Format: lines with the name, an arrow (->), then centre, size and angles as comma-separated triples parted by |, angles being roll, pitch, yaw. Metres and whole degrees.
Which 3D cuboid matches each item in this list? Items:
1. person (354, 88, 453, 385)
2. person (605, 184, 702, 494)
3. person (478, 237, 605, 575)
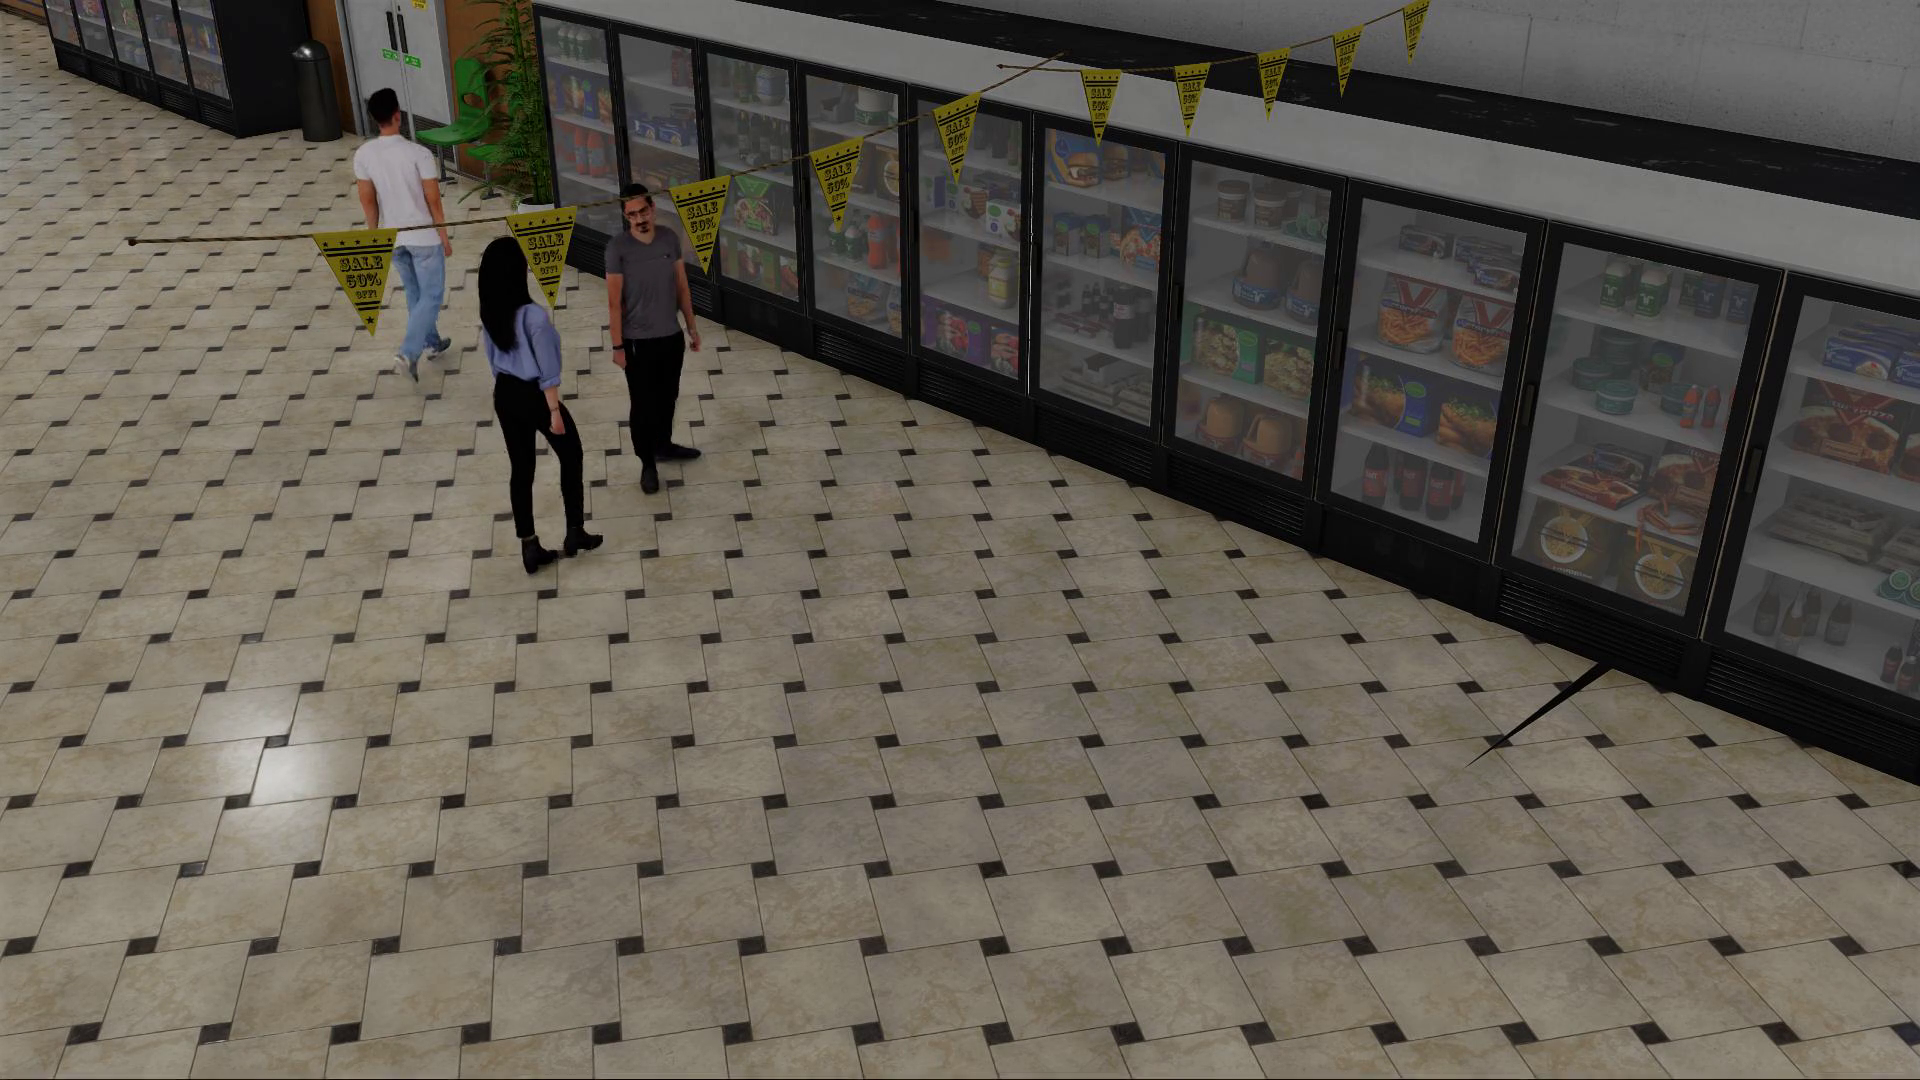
person -> -3.564, -1.915, 10.683 | 1.076, 1.835, 1.238 | 5, 27, 10
person -> -1.723, -1.156, 9.297 | 0.787, 1.734, 0.566 | 19, 33, 33
person -> -2.195, -0.622, 8.245 | 0.761, 1.735, 0.782 | 15, 31, 27
